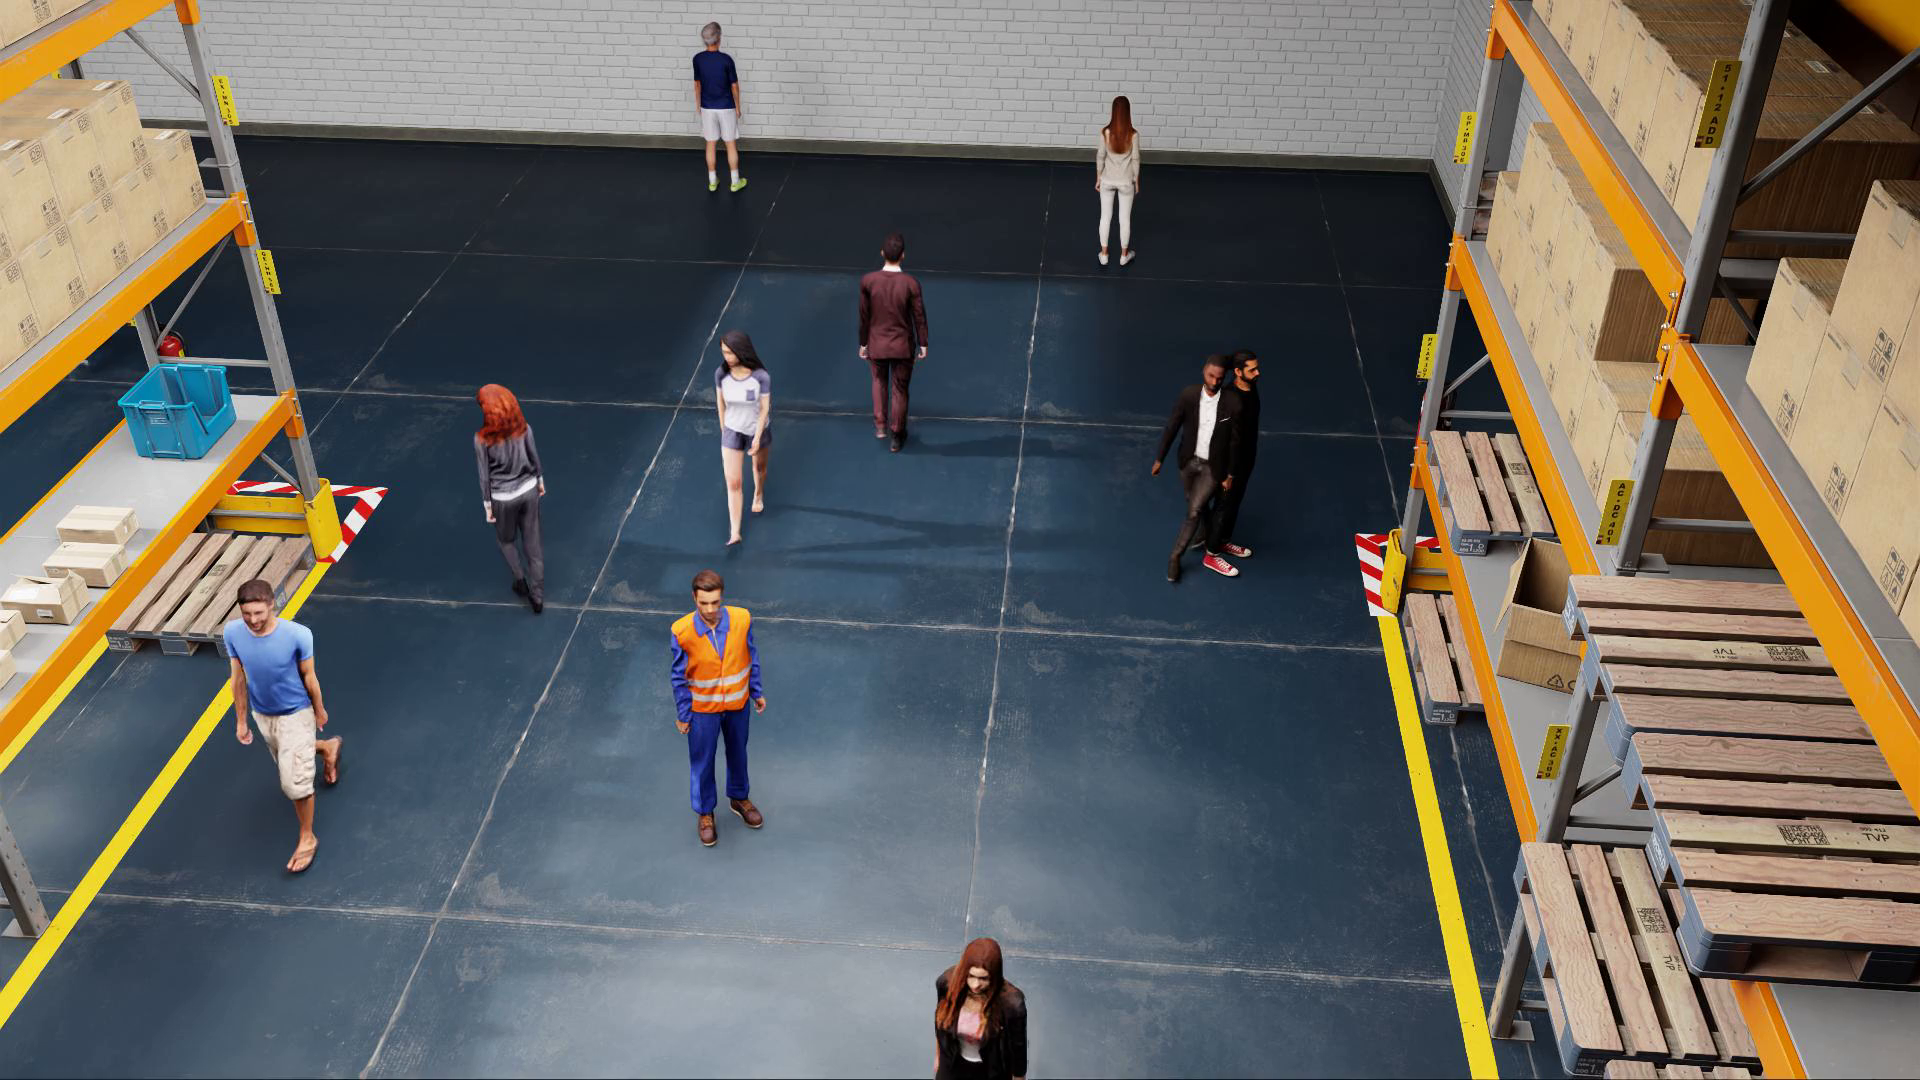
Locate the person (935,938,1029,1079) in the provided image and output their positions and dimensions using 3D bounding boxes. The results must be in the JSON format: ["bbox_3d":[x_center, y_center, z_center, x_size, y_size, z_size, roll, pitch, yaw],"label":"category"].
[{"bbox_3d":[0.121,2.362,7.618,0.779,1.697,0.914,13,36,19],"label":"person"}]

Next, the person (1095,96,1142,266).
[{"bbox_3d":[1.564,-3.554,16.504,0.634,1.713,0.599,8,34,12],"label":"person"}]

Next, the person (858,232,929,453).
[{"bbox_3d":[-0.566,-1.533,13.337,0.725,1.852,0.633,5,34,8],"label":"person"}]

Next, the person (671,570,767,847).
[{"bbox_3d":[-1.395,0.940,9.609,0.794,1.861,0.807,-17,37,-23],"label":"person"}]

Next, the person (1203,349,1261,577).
[{"bbox_3d":[1.974,-0.585,11.998,0.767,1.758,0.632,16,37,22],"label":"person"}]

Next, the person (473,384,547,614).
[{"bbox_3d":[-3.039,-0.227,11.459,0.768,1.758,0.816,-18,38,-26],"label":"person"}]

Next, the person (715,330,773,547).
[{"bbox_3d":[-1.560,-0.847,12.487,0.581,1.652,1.090,3,34,4],"label":"person"}]

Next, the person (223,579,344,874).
[{"bbox_3d":[-3.886,0.935,9.645,0.642,1.830,1.174,4,34,6],"label":"person"}]

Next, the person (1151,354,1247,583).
[{"bbox_3d":[1.789,-0.578,11.985,1.004,1.759,1.142,27,42,35],"label":"person"}]

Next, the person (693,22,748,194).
[{"bbox_3d":[-2.640,-4.720,18.148,0.637,1.835,0.534,4,34,6],"label":"person"}]
